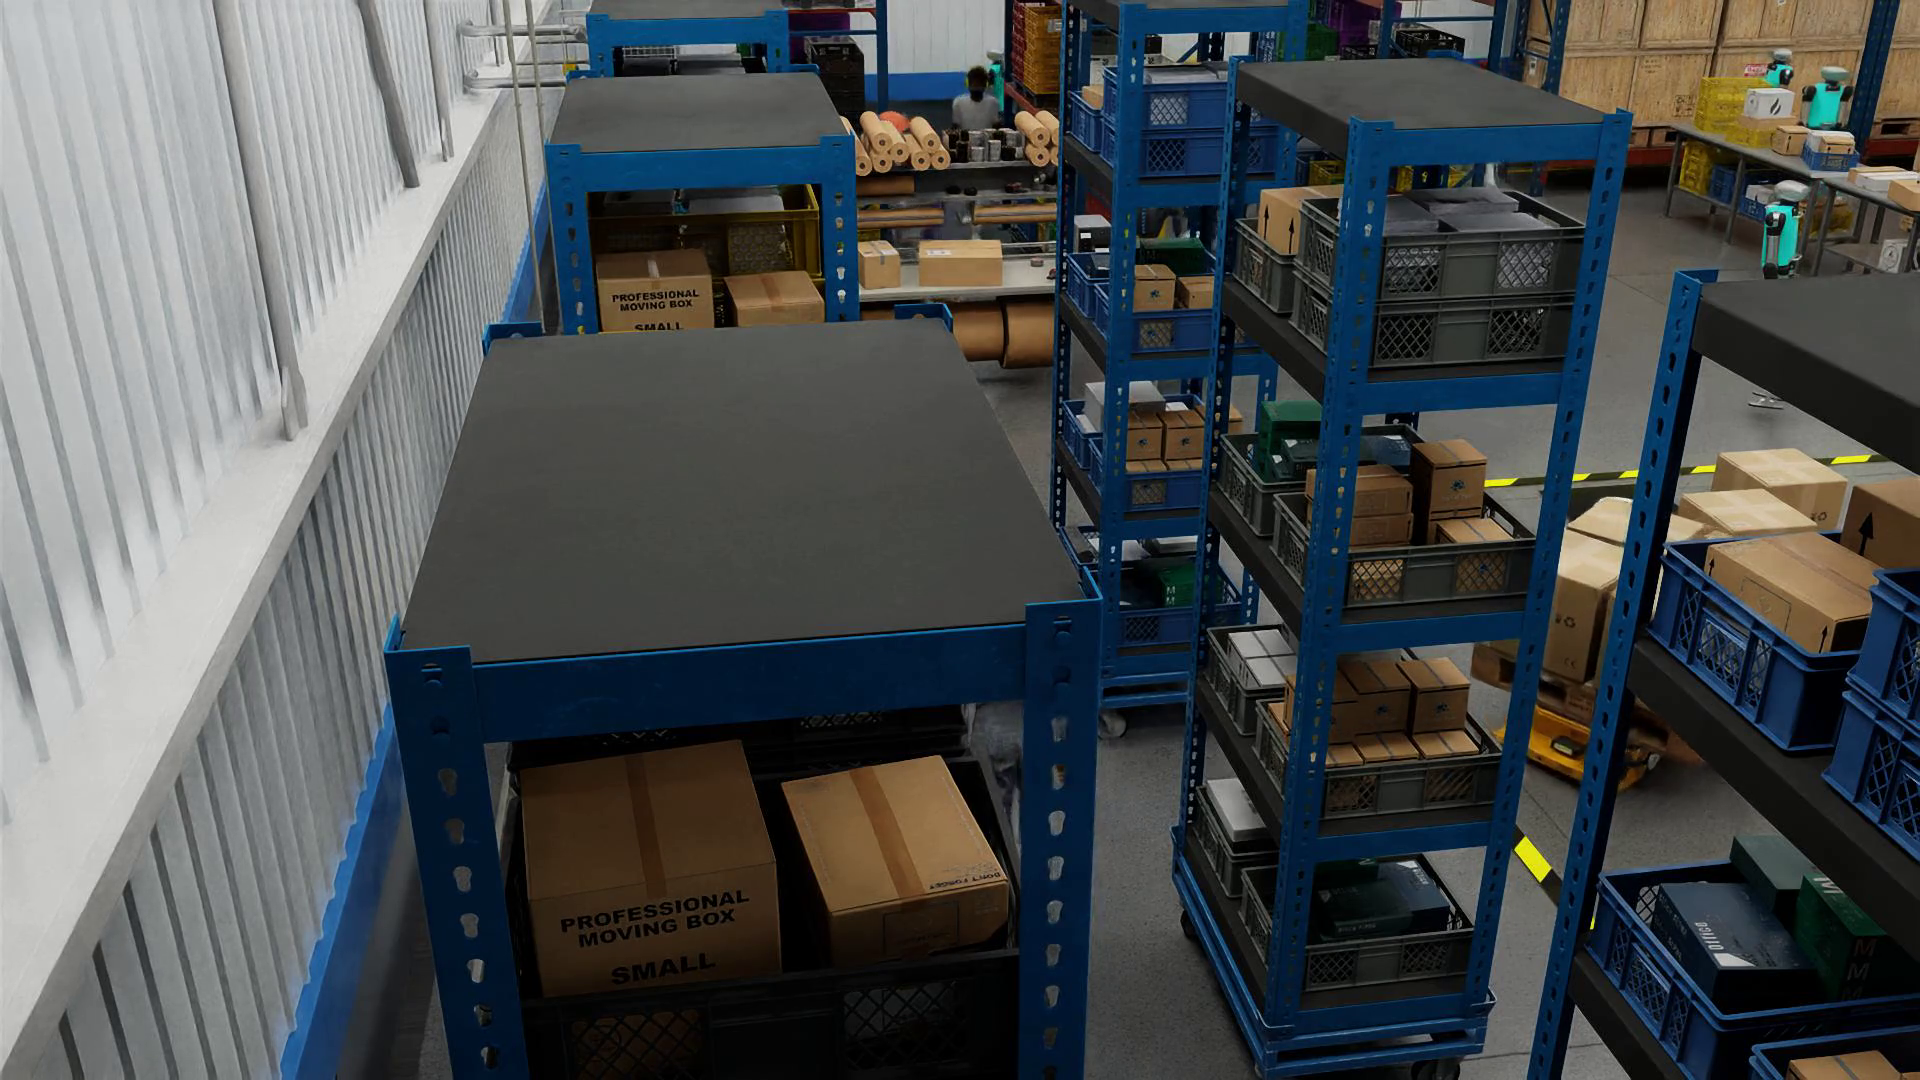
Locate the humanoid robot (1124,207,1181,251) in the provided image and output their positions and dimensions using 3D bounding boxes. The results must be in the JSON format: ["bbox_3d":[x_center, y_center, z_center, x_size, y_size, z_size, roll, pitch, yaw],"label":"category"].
[{"bbox_3d":[1.507,-2.158,13.291,0.591,1.649,0.334,12,27,25],"label":"humanoid robot"}]

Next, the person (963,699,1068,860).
[{"bbox_3d":[0.205,0.767,6.898,0.503,1.707,0.832,-1,25,-3],"label":"person"}]

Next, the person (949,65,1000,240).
[{"bbox_3d":[0.147,-4.040,17.250,0.546,1.810,0.958,1,25,3],"label":"person"}]

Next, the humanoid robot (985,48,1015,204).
[{"bbox_3d":[0.633,-4.430,18.189,0.763,1.795,0.555,12,27,25],"label":"humanoid robot"}]

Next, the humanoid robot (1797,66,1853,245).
[{"bbox_3d":[8.895,-3.834,16.964,0.539,1.857,0.835,-5,25,-11],"label":"humanoid robot"}]

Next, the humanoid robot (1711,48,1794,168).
[{"bbox_3d":[8.645,-4.498,18.366,0.779,1.809,0.536,3,25,6],"label":"humanoid robot"}]

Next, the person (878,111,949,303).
[{"bbox_3d":[-0.377,-2.536,13.744,0.657,2.004,0.660,-18,30,-34],"label":"person"}]

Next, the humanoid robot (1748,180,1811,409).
[{"bbox_3d":[6.196,-1.773,12.234,0.735,1.677,0.533,17,30,32],"label":"humanoid robot"}]

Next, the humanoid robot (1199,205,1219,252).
[{"bbox_3d":[2.492,-3.731,16.725,0.401,1.639,0.601,-6,25,-14],"label":"humanoid robot"}]

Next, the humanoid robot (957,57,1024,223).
[{"bbox_3d":[0.285,-4.251,17.858,0.856,1.846,0.566,-6,25,-13],"label":"humanoid robot"}]

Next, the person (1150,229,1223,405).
[{"bbox_3d":[1.466,-1.100,10.800,0.587,1.849,0.396,-2,25,-4],"label":"person"}]

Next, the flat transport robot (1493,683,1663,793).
[{"bbox_3d":[3.391,0.830,8.462,1.431,0.197,0.652,-21,32,-38],"label":"flat transport robot"}]

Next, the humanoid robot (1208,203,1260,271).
[{"bbox_3d":[2.306,-2.405,13.853,0.611,1.640,0.464,16,29,31],"label":"humanoid robot"}]

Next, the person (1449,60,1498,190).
[{"bbox_3d":[5.391,-4.079,17.336,0.577,1.794,0.996,-14,28,-27],"label":"person"}]

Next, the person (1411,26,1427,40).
[{"bbox_3d":[5.205,-5.003,19.293,0.622,1.844,0.429,-7,26,-15],"label":"person"}]

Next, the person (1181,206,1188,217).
[{"bbox_3d":[2.527,-4.237,17.767,0.543,1.715,0.831,-2,25,-4],"label":"person"}]
